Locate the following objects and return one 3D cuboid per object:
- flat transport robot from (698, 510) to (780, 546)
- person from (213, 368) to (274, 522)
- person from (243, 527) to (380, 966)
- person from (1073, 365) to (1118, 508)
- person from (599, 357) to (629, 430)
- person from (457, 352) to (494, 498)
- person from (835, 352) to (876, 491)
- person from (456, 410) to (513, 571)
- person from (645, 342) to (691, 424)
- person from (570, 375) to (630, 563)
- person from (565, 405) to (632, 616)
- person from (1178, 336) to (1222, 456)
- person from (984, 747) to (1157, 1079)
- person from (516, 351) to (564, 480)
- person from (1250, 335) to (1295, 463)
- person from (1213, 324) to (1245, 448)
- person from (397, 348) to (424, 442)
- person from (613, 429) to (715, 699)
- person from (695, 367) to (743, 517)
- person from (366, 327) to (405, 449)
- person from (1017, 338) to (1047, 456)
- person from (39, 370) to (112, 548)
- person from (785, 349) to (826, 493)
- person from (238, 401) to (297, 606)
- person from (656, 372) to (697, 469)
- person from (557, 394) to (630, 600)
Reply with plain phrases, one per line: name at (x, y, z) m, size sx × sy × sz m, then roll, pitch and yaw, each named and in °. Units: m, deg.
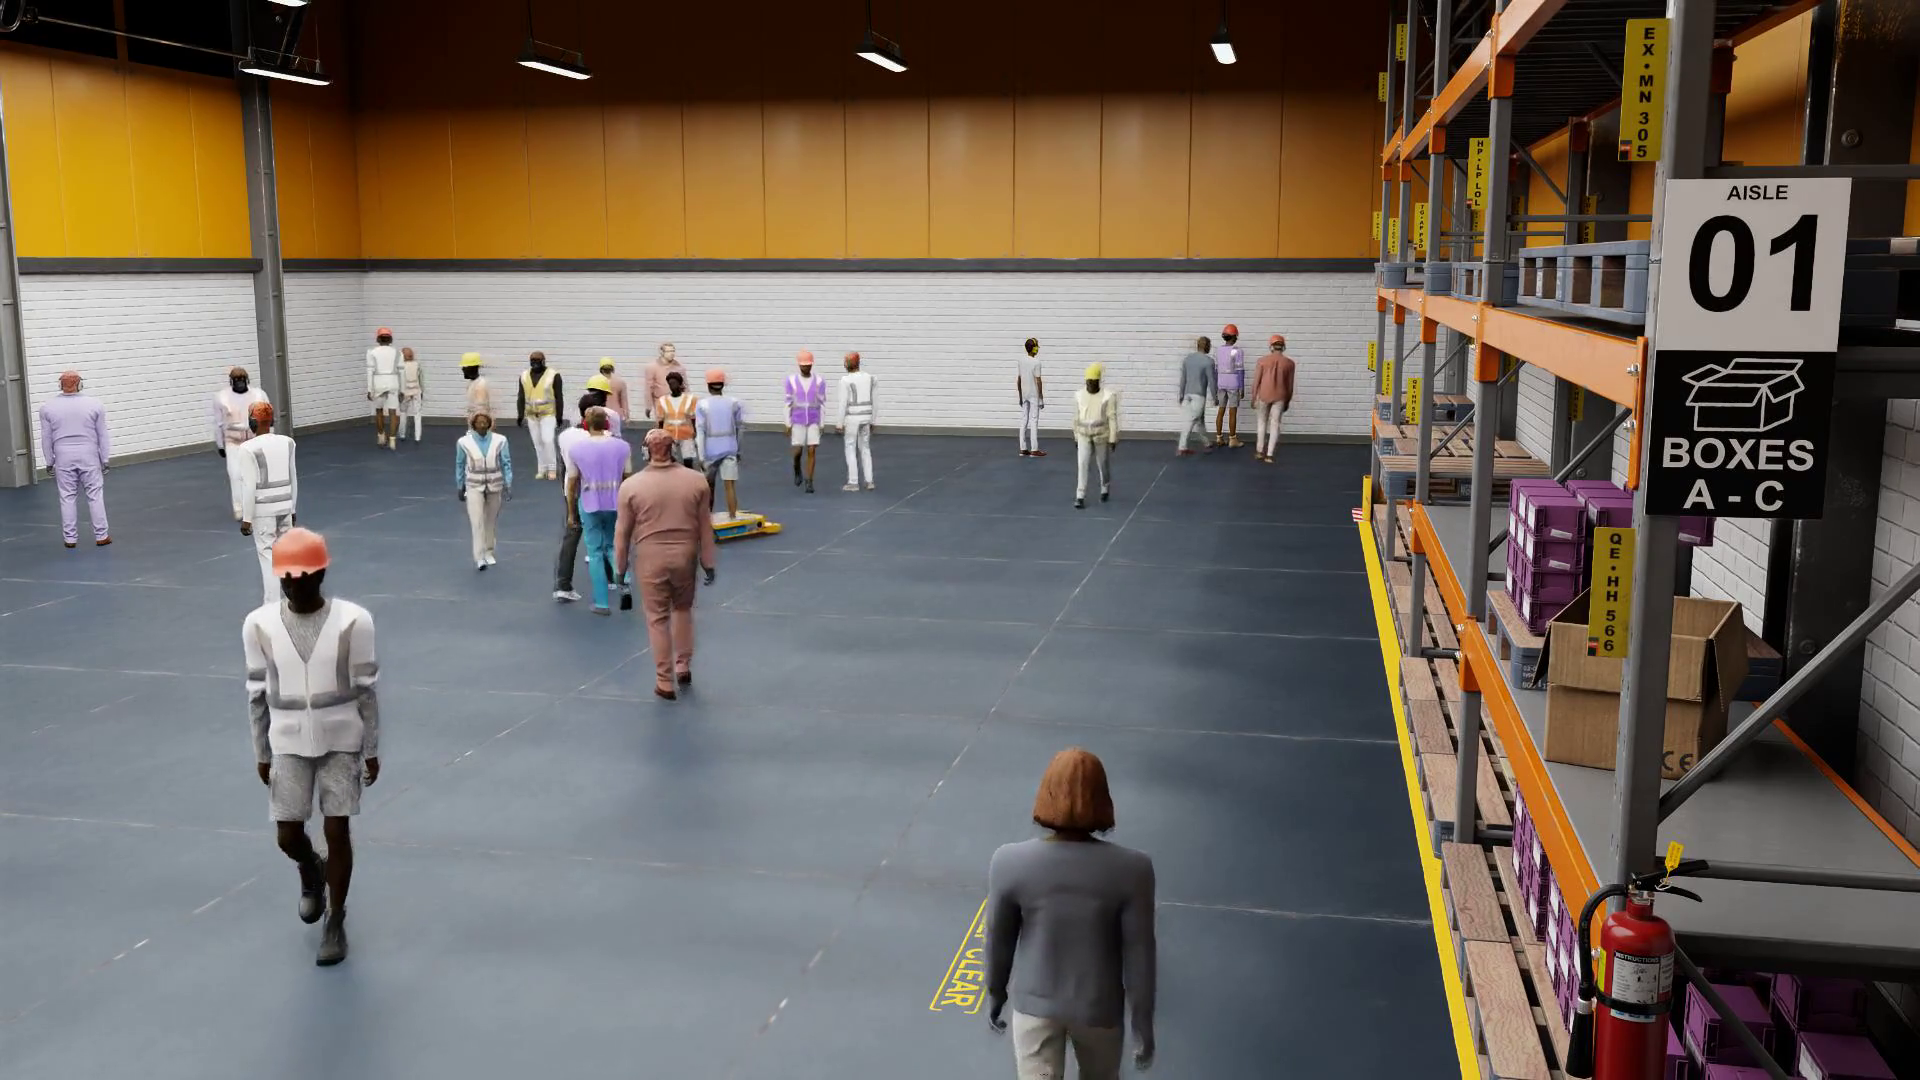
flat transport robot at (-2.717, -0.136, 18.353) m, size 0.652 × 0.197 × 1.431 m, roll 7°, pitch 12°, yaw 37°
person at (-8.451, -1.125, 19.704) m, size 0.632 × 1.806 × 0.887 m, roll -6°, pitch 11°, yaw -31°
person at (-2.821, 0.877, 7.304) m, size 0.543 × 1.923 × 0.531 m, roll -2°, pitch 10°, yaw -13°
person at (1.703, -1.310, 20.922) m, size 0.614 × 1.776 × 1.003 m, roll 3°, pitch 10°, yaw 18°
person at (-4.985, -1.717, 23.510) m, size 0.539 × 1.722 × 0.902 m, roll -5°, pitch 10°, yaw -26°
person at (-6.277, -1.455, 21.364) m, size 0.611 × 1.905 × 0.623 m, roll -5°, pitch 10°, yaw -26°
person at (-1.373, -1.572, 22.269) m, size 0.619 × 1.868 × 0.340 m, roll -8°, pitch 13°, yaw -41°
person at (-4.719, -0.494, 16.539) m, size 0.518 × 1.589 × 0.851 m, roll -4°, pitch 10°, yaw -25°
person at (-4.252, -1.977, 24.599) m, size 0.680 × 1.872 × 0.863 m, roll -8°, pitch 12°, yaw -39°
person at (-3.646, -0.708, 16.852) m, size 0.586 × 1.917 × 0.381 m, roll 3°, pitch 10°, yaw 20°
person at (-3.104, -0.243, 14.345) m, size 0.562 × 1.824 × 0.452 m, roll -6°, pitch 11°, yaw -32°
person at (3.842, -2.288, 26.473) m, size 1.025 × 1.879 × 0.633 m, roll -6°, pitch 11°, yaw -32°
person at (0.337, 1.397, 5.098) m, size 0.523 × 1.592 × 0.801 m, roll 1°, pitch 9°, yaw 6°
person at (-5.913, -1.746, 23.397) m, size 0.649 × 1.823 × 0.544 m, roll 2°, pitch 10°, yaw 13°
person at (4.831, -2.186, 25.722) m, size 0.661 × 1.927 × 0.945 m, roll 2°, pitch 10°, yaw 11°
person at (4.469, -2.553, 27.579) m, size 0.607 × 2.048 × 0.370 m, roll 9°, pitch 13°, yaw 44°
person at (-9.451, -2.489, 28.534) m, size 0.514 × 1.594 × 0.857 m, roll -6°, pitch 11°, yaw -31°
person at (-2.099, 0.156, 11.717) m, size 0.687 × 1.885 × 0.575 m, roll -4°, pitch 10°, yaw -23°
person at (-2.707, -0.995, 18.707) m, size 0.551 × 1.889 × 1.013 m, roll -3°, pitch 10°, yaw -18°
person at (-9.481, -2.510, 27.457) m, size 0.624 × 1.995 × 0.909 m, roll -5°, pitch 11°, yaw -27°
person at (1.130, -2.256, 26.307) m, size 0.516 × 1.877 × 0.327 m, roll 9°, pitch 13°, yaw 44°
person at (-9.474, -0.868, 17.849) m, size 0.642 × 1.909 × 0.399 m, roll -4°, pitch 10°, yaw -22°
person at (-2.057, -1.589, 22.182) m, size 0.541 × 1.916 × 0.544 m, roll -2°, pitch 10°, yaw -9°
person at (-5.856, -0.234, 14.102) m, size 0.361 × 1.882 × 0.575 m, roll 4°, pitch 10°, yaw 24°
person at (-3.593, -1.316, 21.225) m, size 0.545 × 1.681 × 0.474 m, roll 0°, pitch 9°, yaw -2°
person at (-3.408, -0.397, 15.189) m, size 0.597 × 1.868 × 1.055 m, roll 3°, pitch 10°, yaw 18°
